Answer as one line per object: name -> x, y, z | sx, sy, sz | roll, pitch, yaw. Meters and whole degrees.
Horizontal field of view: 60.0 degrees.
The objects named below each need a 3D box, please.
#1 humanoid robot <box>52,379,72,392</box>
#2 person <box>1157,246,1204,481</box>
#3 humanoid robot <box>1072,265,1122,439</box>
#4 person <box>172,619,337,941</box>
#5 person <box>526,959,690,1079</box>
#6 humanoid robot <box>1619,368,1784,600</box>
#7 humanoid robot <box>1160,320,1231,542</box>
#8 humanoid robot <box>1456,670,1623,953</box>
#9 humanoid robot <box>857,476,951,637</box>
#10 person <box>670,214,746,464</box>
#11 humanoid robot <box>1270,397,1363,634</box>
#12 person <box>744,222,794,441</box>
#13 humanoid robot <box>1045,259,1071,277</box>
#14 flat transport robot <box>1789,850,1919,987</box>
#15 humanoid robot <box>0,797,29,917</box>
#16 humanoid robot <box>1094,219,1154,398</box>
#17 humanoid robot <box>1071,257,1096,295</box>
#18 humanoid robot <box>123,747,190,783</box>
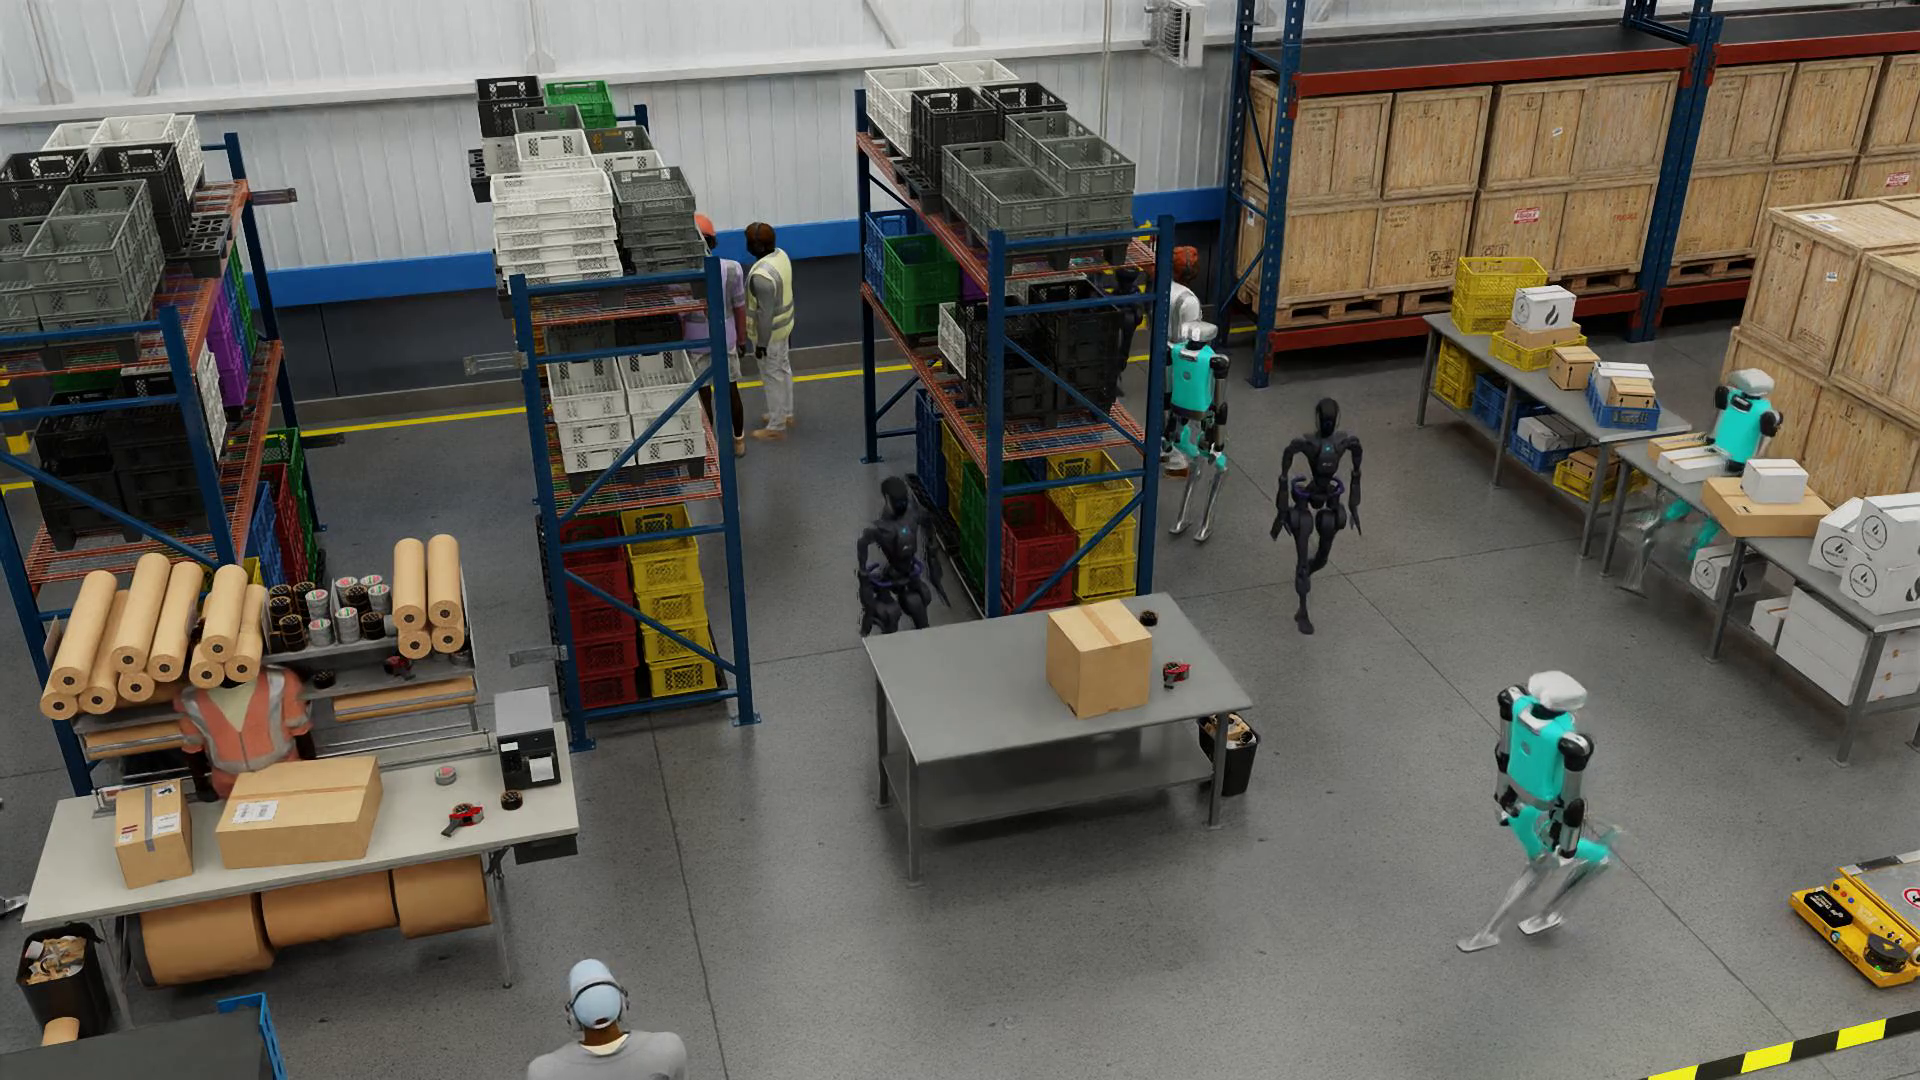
humanoid robot -> -6.635, -1.019, 12.562 | 0.436, 1.645, 0.591 | 1, 29, 1
person -> 1.700, -1.380, 13.006 | 0.361, 1.880, 0.593 | -12, 31, -21
humanoid robot -> 1.007, -1.387, 13.219 | 0.608, 1.654, 0.352 | -12, 31, -20
person -> -3.470, 1.202, 8.225 | 0.606, 1.959, 0.371 | -8, 30, -14
person -> -1.279, 2.327, 6.284 | 0.588, 1.852, 0.370 | -9, 30, -15
humanoid robot -> 4.904, -0.271, 11.201 | 1.039, 1.771, 0.530 | -10, 30, -17
humanoid robot -> 1.763, -0.843, 12.071 | 0.530, 1.704, 0.708 | 18, 34, 29
humanoid robot -> 2.973, 1.345, 8.192 | 0.821, 1.770, 0.556 | -14, 32, -23
humanoid robot -> -0.359, 0.316, 10.126 | 0.601, 1.647, 0.356 | -16, 33, -27
person -> -1.993, -1.584, 13.216 | 0.607, 2.032, 0.402 | -11, 31, -19
humanoid robot -> 2.389, -0.231, 11.172 | 0.611, 1.654, 0.720 | -2, 29, -3
person -> -1.577, -1.714, 13.648 | 0.429, 1.839, 0.633 | 4, 29, 8
humanoid robot -> 0.820, -1.693, 13.819 | 0.550, 1.884, 0.786 | -14, 32, -24
flat transport robot -> 5.163, 1.916, 8.676 | 1.431, 0.231, 0.659 | -8, 30, -14
humanoid robot -> -5.146, 1.263, 8.380 | 0.677, 1.834, 0.554 | -24, 37, -36
humanoid robot -> 1.384, -1.991, 14.329 | 0.594, 1.641, 0.393 | -8, 30, -15
humanoid robot -> 0.951, -2.041, 14.391 | 0.530, 1.797, 0.760 | -5, 29, -9
humanoid robot -> -4.091, 1.118, 8.684 | 0.662, 1.631, 0.622 | 3, 29, 5
